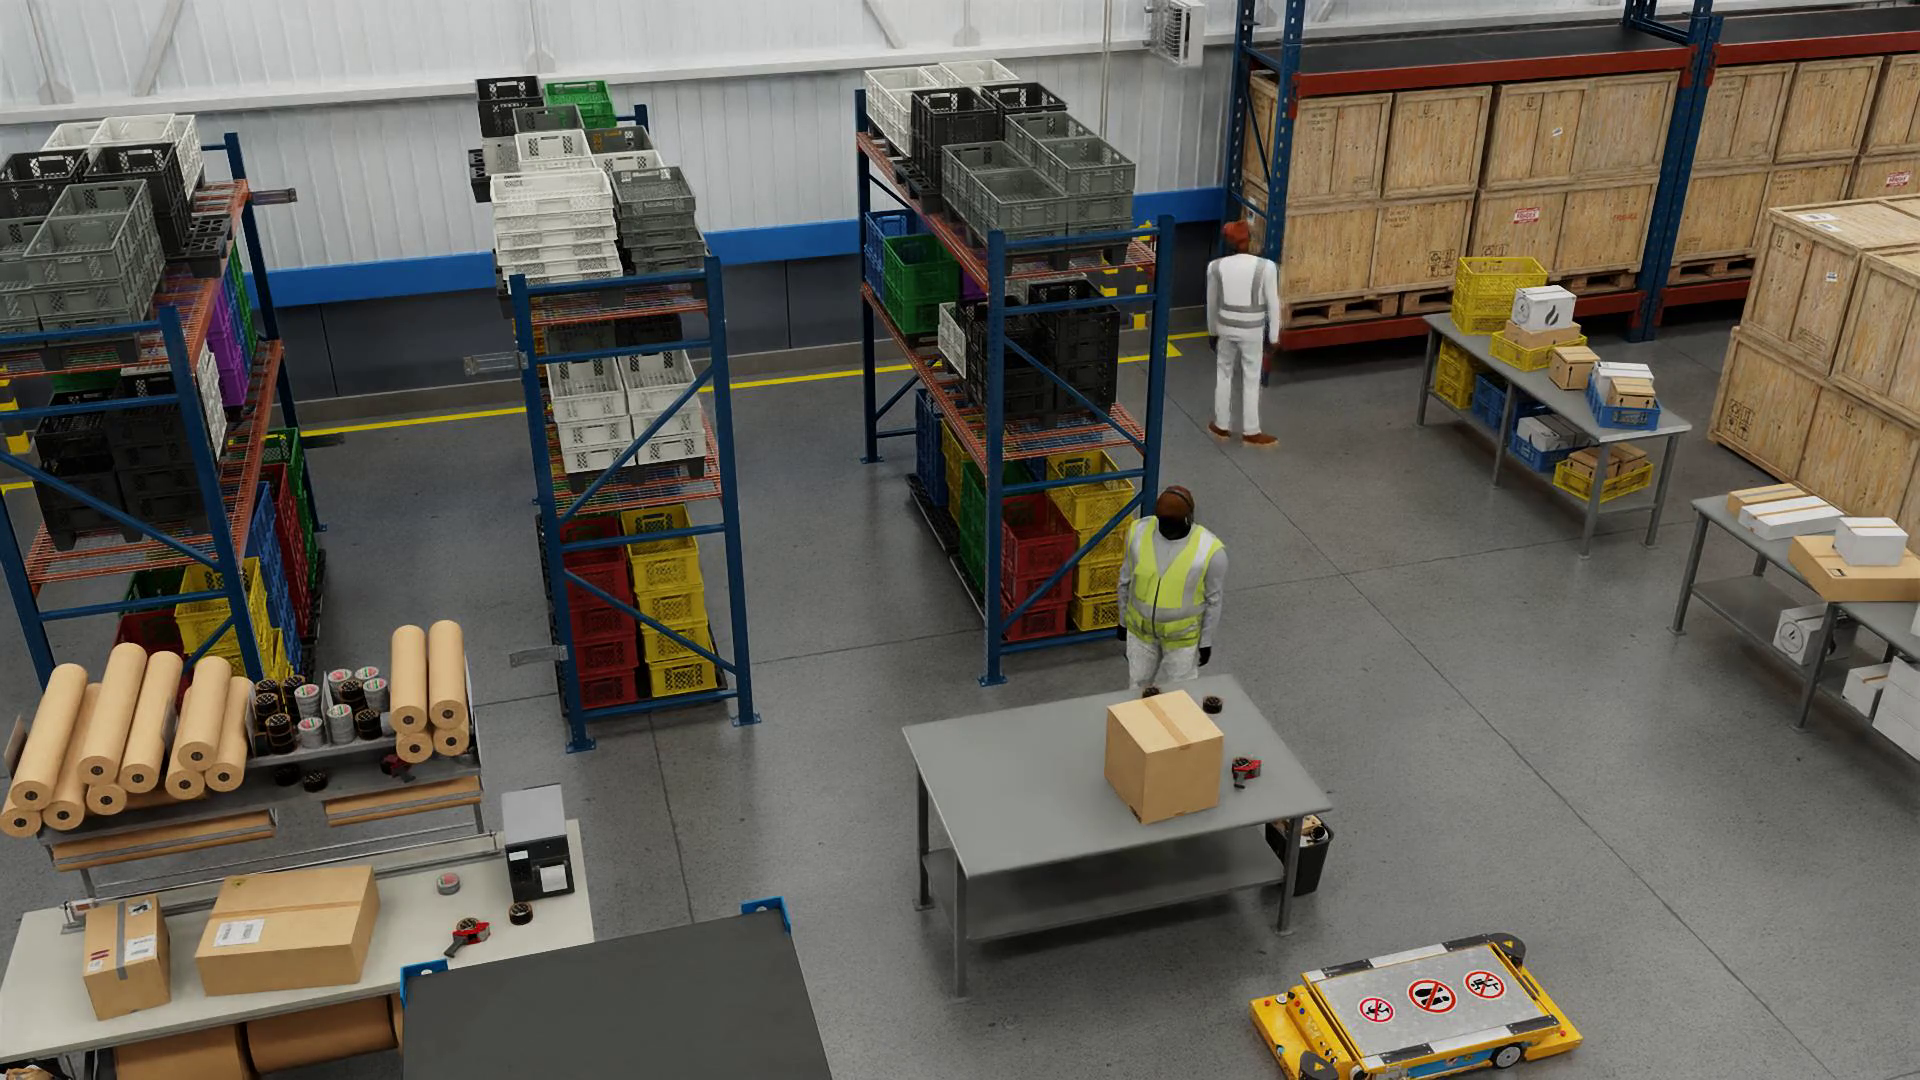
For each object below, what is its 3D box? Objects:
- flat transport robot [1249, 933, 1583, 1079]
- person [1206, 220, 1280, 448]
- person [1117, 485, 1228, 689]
[{"bbox_3d":[2.184,2.282,7.980,1.431,0.197,0.652,-8,30,-14],"label":"flat transport robot"},{"bbox_3d":[2.340,-1.660,13.537,0.750,1.854,0.373,13,31,22],"label":"person"},{"bbox_3d":[1.180,0.517,9.578,0.624,1.840,0.429,13,32,23],"label":"person"}]
